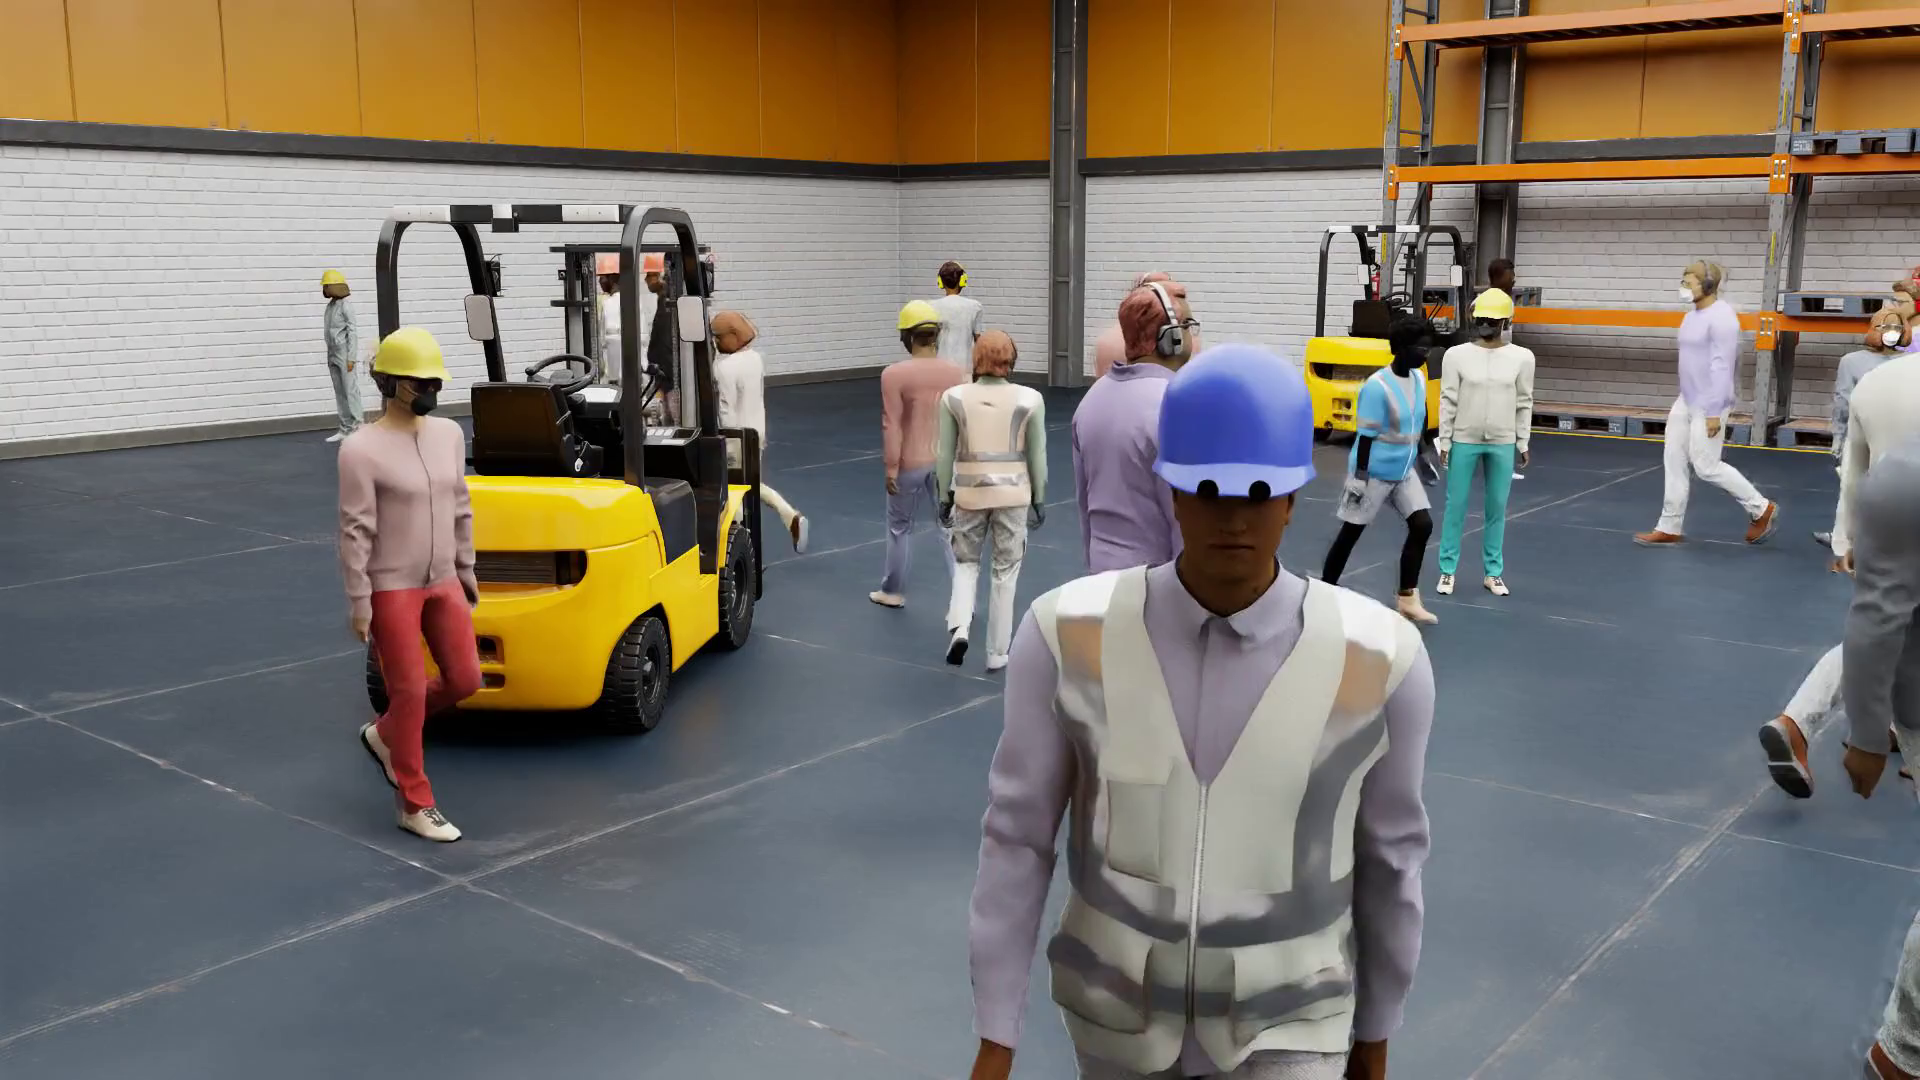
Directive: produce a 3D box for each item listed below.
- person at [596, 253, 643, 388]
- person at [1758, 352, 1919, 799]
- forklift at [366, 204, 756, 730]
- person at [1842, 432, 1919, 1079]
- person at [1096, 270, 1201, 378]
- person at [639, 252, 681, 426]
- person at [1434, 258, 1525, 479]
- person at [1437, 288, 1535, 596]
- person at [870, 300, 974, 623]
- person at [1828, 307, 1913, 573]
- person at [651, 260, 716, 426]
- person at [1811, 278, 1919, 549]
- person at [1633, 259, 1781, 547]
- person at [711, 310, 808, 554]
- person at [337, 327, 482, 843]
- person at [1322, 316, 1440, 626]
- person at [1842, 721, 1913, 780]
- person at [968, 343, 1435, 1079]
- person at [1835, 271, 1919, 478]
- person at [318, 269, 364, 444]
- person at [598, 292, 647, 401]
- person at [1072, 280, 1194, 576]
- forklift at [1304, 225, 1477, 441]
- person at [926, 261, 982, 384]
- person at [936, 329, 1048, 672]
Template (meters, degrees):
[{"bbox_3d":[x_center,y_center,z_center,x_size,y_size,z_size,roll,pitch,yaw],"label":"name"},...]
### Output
[{"bbox_3d":[-2.843,-1.404,13.797,0.405,1.922,0.578,2,10,13],"label":"person"},{"bbox_3d":[3.350,0.034,5.922,0.886,1.904,0.637,-4,11,-21],"label":"person"},{"bbox_3d":[-1.766,-0.406,7.525,1.214,2.155,2.313,1,10,7],"label":"forklift"},{"bbox_3d":[2.309,0.423,3.704,0.640,1.921,0.542,-3,11,-18],"label":"person"},{"bbox_3d":[1.021,-0.546,9.192,0.650,1.879,0.606,-4,11,-22],"label":"person"},{"bbox_3d":[-2.263,-1.150,12.279,0.919,1.958,0.640,-3,11,-16],"label":"person"},{"bbox_3d":[4.532,-1.491,14.419,0.848,1.892,0.596,10,14,43],"label":"person"},{"bbox_3d":[3.006,-0.553,9.529,0.526,1.765,0.329,1,10,8],"label":"person"},{"bbox_3d":[-0.183,-0.424,8.944,0.542,1.721,0.916,-6,12,-31],"label":"person"},{"bbox_3d":[5.581,-0.598,10.132,0.500,1.636,0.282,4,11,22],"label":"person"},{"bbox_3d":[-2.371,-1.590,14.510,1.013,2.000,0.700,-6,12,-31],"label":"person"},{"bbox_3d":[6.067,-0.772,10.666,0.980,1.787,0.603,3,11,17],"label":"person"},{"bbox_3d":[4.947,-0.877,10.916,0.806,1.917,0.633,0,10,-1],"label":"person"},{"bbox_3d":[-1.296,-0.631,10.367,0.614,1.607,0.533,4,11,23],"label":"person"},{"bbox_3d":[-1.901,0.147,5.672,0.491,1.747,0.538,6,12,29],"label":"person"},{"bbox_3d":[2.257,-0.349,8.720,0.548,1.638,0.757,-9,14,-41],"label":"person"},{"bbox_3d":[3.732,-0.051,6.340,0.409,1.913,0.651,0,10,-2],"label":"person"},{"bbox_3d":[0.322,0.682,2.315,0.623,1.886,1.025,3,11,14],"label":"person"},{"bbox_3d":[7.211,-1.164,12.658,0.844,1.859,0.575,7,13,35],"label":"person"},{"bbox_3d":[-6.216,-1.830,16.664,0.492,1.742,0.320,10,14,43],"label":"person"},{"bbox_3d":[-3.233,-1.618,15.387,0.968,1.798,0.616,-3,11,-18],"label":"person"},{"bbox_3d":[0.611,0.161,5.167,0.409,1.913,0.638,-5,11,-26],"label":"person"},{"bbox_3d":[4.449,-2.115,16.993,1.214,2.155,2.313,8,13,38],"label":"forklift"},{"bbox_3d":[-0.062,-1.348,13.658,0.515,1.866,0.333,-2,11,-13],"label":"person"},{"bbox_3d":[0.152,-0.172,7.798,0.522,1.624,0.376,2,10,11],"label":"person"}]
